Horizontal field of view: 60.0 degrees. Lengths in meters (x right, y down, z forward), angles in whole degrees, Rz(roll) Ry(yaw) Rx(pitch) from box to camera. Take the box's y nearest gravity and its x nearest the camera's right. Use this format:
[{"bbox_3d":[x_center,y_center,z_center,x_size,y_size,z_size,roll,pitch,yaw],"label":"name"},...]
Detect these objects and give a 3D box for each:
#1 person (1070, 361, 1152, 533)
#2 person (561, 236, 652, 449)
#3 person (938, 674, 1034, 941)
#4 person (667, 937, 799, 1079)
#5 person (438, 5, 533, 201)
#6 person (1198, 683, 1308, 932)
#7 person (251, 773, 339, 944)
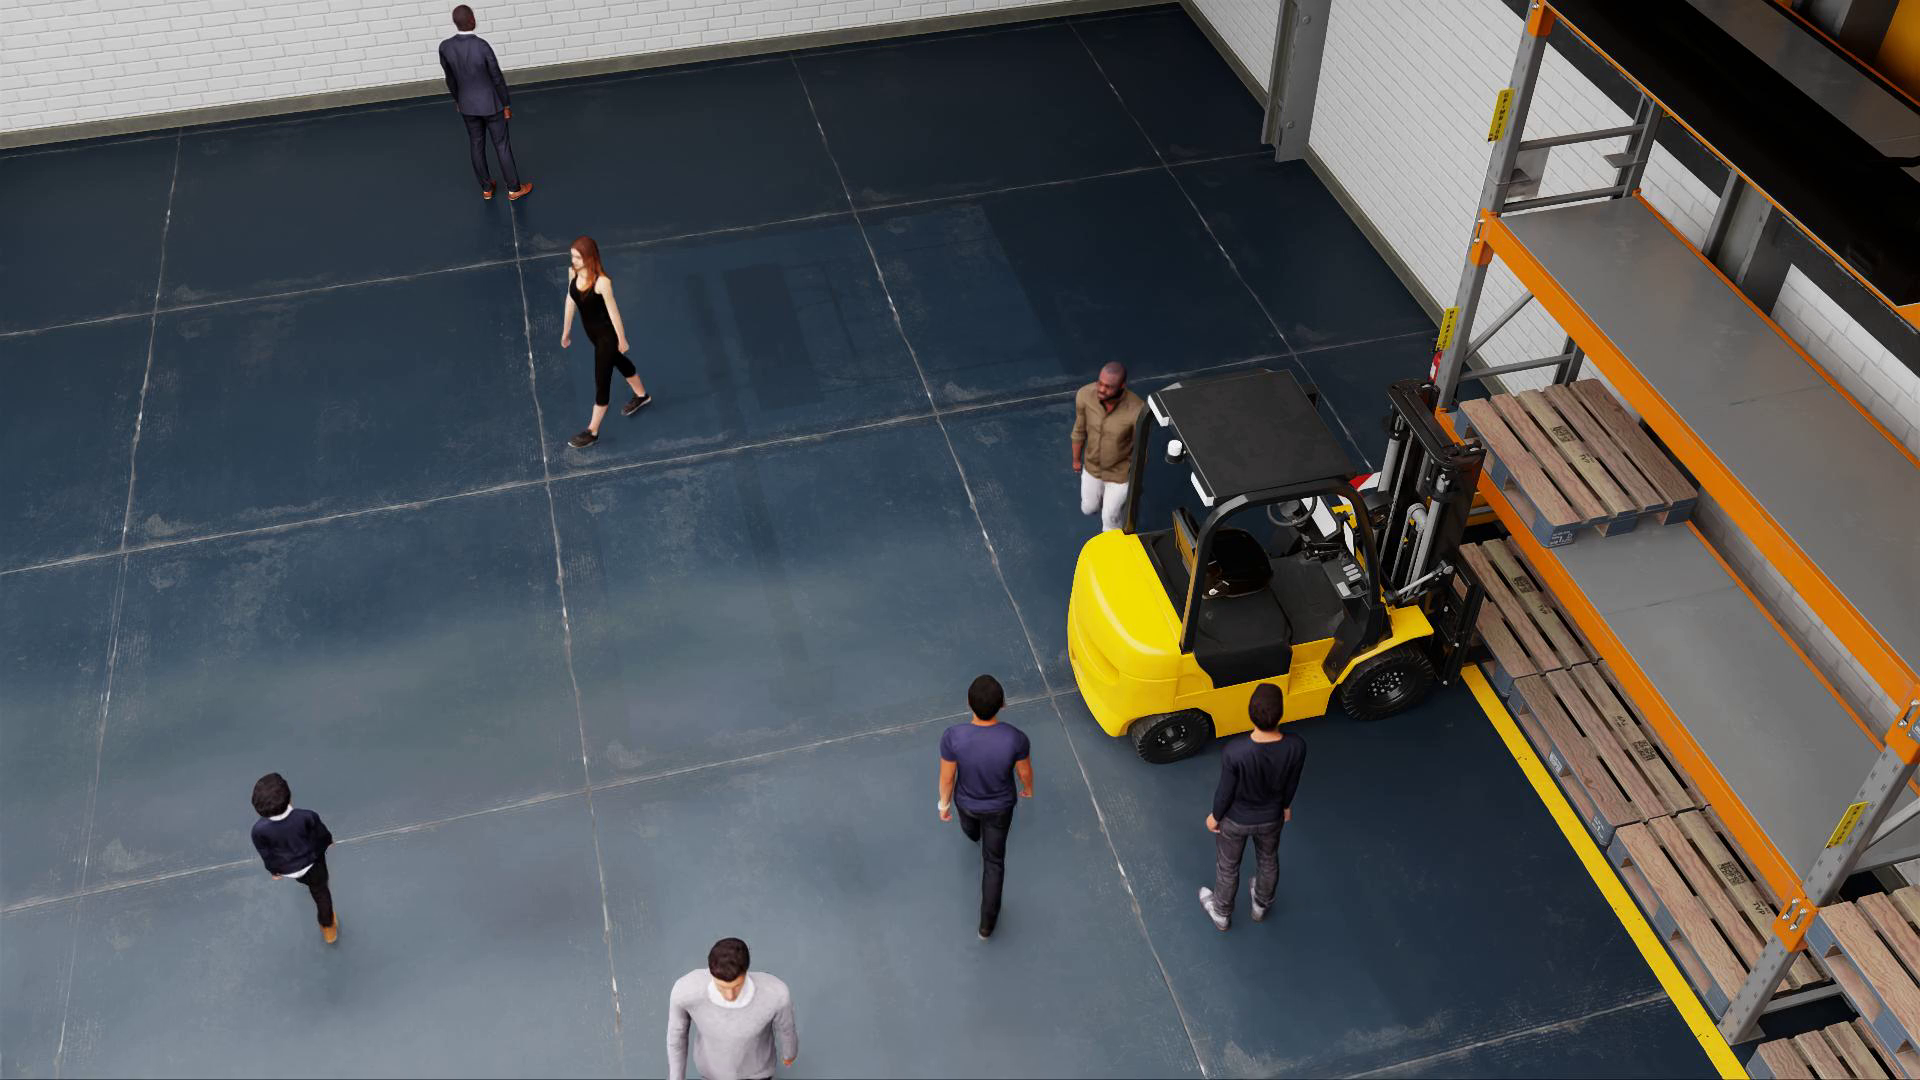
[{"bbox_3d":[1.048,-0.522,11.180,1.031,1.806,1.087,23,48,22],"label":"person"},{"bbox_3d":[-2.586,-1.568,12.364,1.097,1.688,1.002,34,53,31],"label":"person"},{"bbox_3d":[0.135,1.502,9.105,0.906,1.738,1.218,1,44,1],"label":"person"},{"bbox_3d":[-1.070,2.402,8.035,1.056,1.911,1.349,6,44,6],"label":"person"},{"bbox_3d":[-4.206,-3.833,14.641,0.784,1.826,0.769,8,44,8],"label":"person"},{"bbox_3d":[1.592,1.479,9.037,0.633,1.866,0.555,-8,44,-8],"label":"person"},{"bbox_3d":[-3.654,1.785,9.202,0.552,1.195,0.836,-14,45,-14],"label":"person"}]
